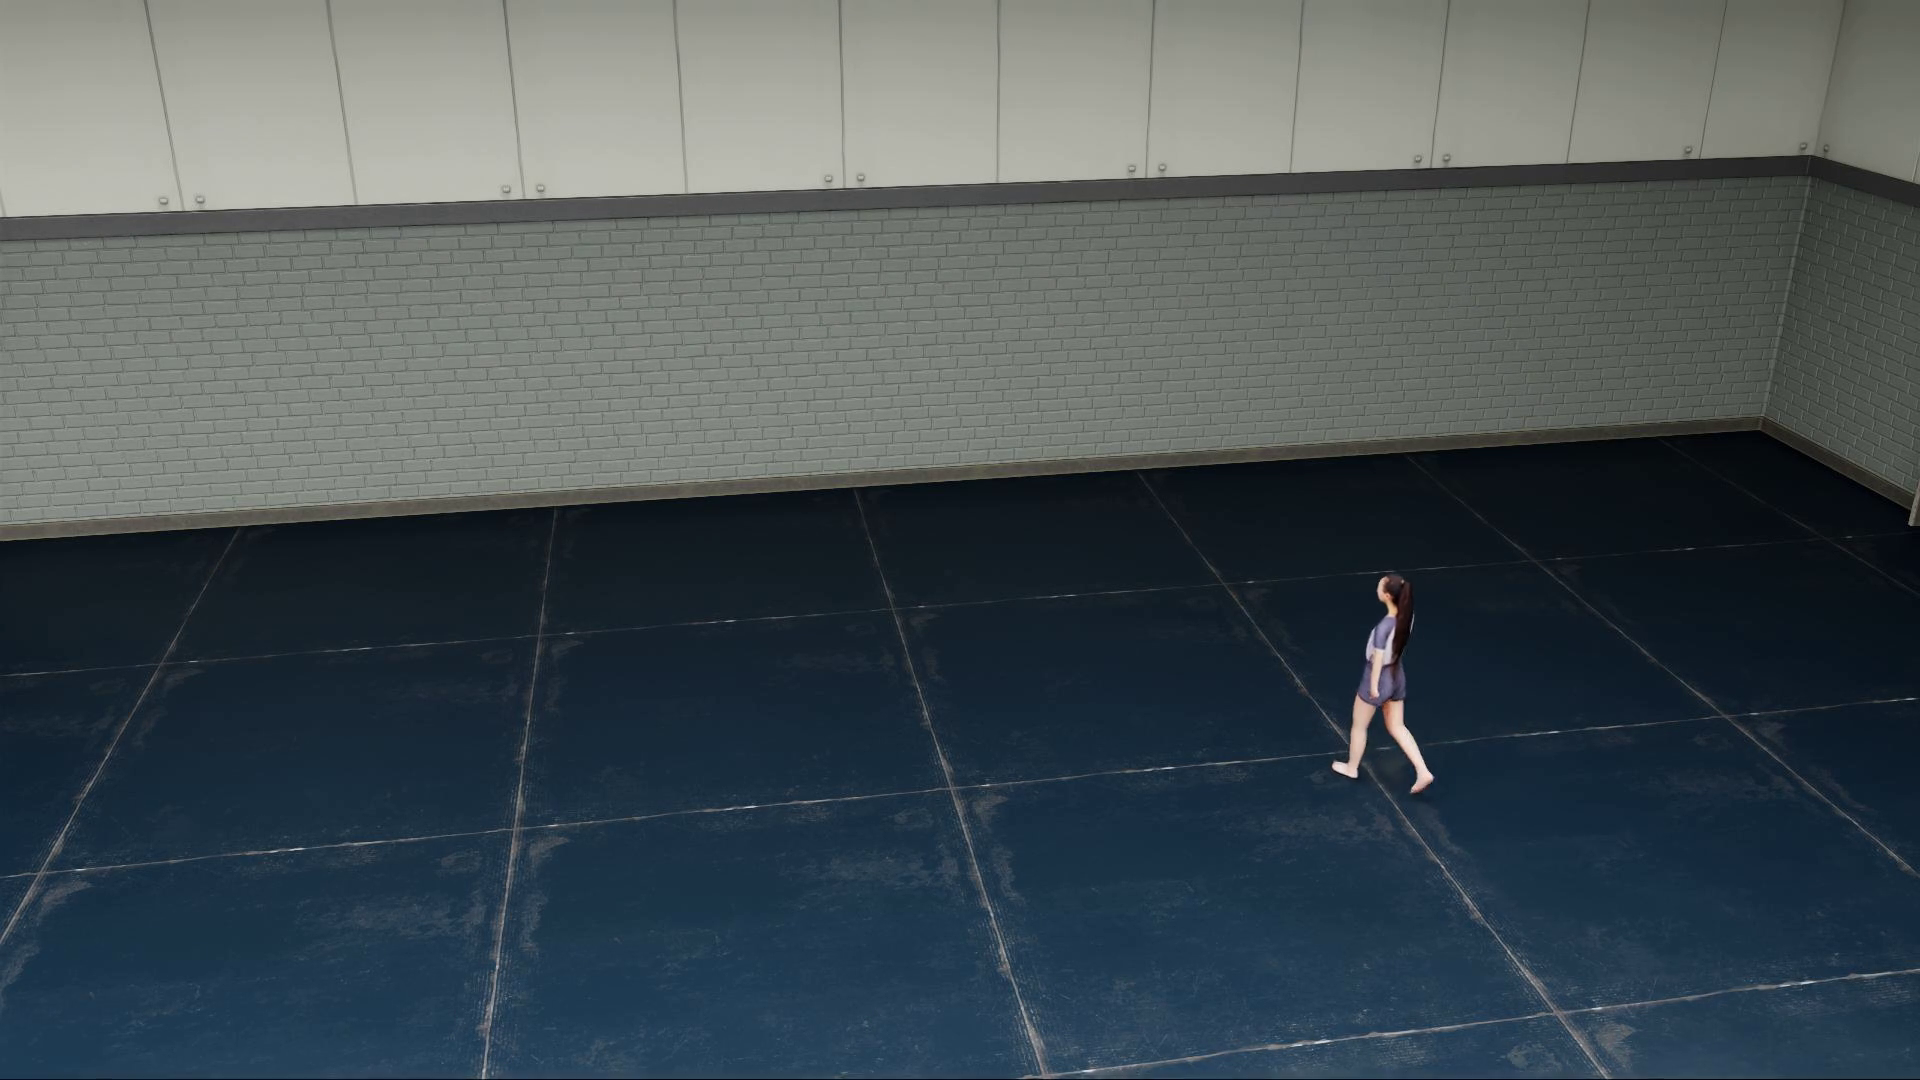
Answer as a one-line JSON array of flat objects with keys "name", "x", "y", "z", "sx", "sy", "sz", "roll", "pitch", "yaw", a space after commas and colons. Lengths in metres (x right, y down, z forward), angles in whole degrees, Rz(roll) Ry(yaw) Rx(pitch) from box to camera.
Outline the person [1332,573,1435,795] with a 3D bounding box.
[{"name": "person", "x": 2.989, "y": 1.004, "z": 11.424, "sx": 0.881, "sy": 1.627, "sz": 1.065, "roll": -18, "pitch": 29, "yaw": -36}]
